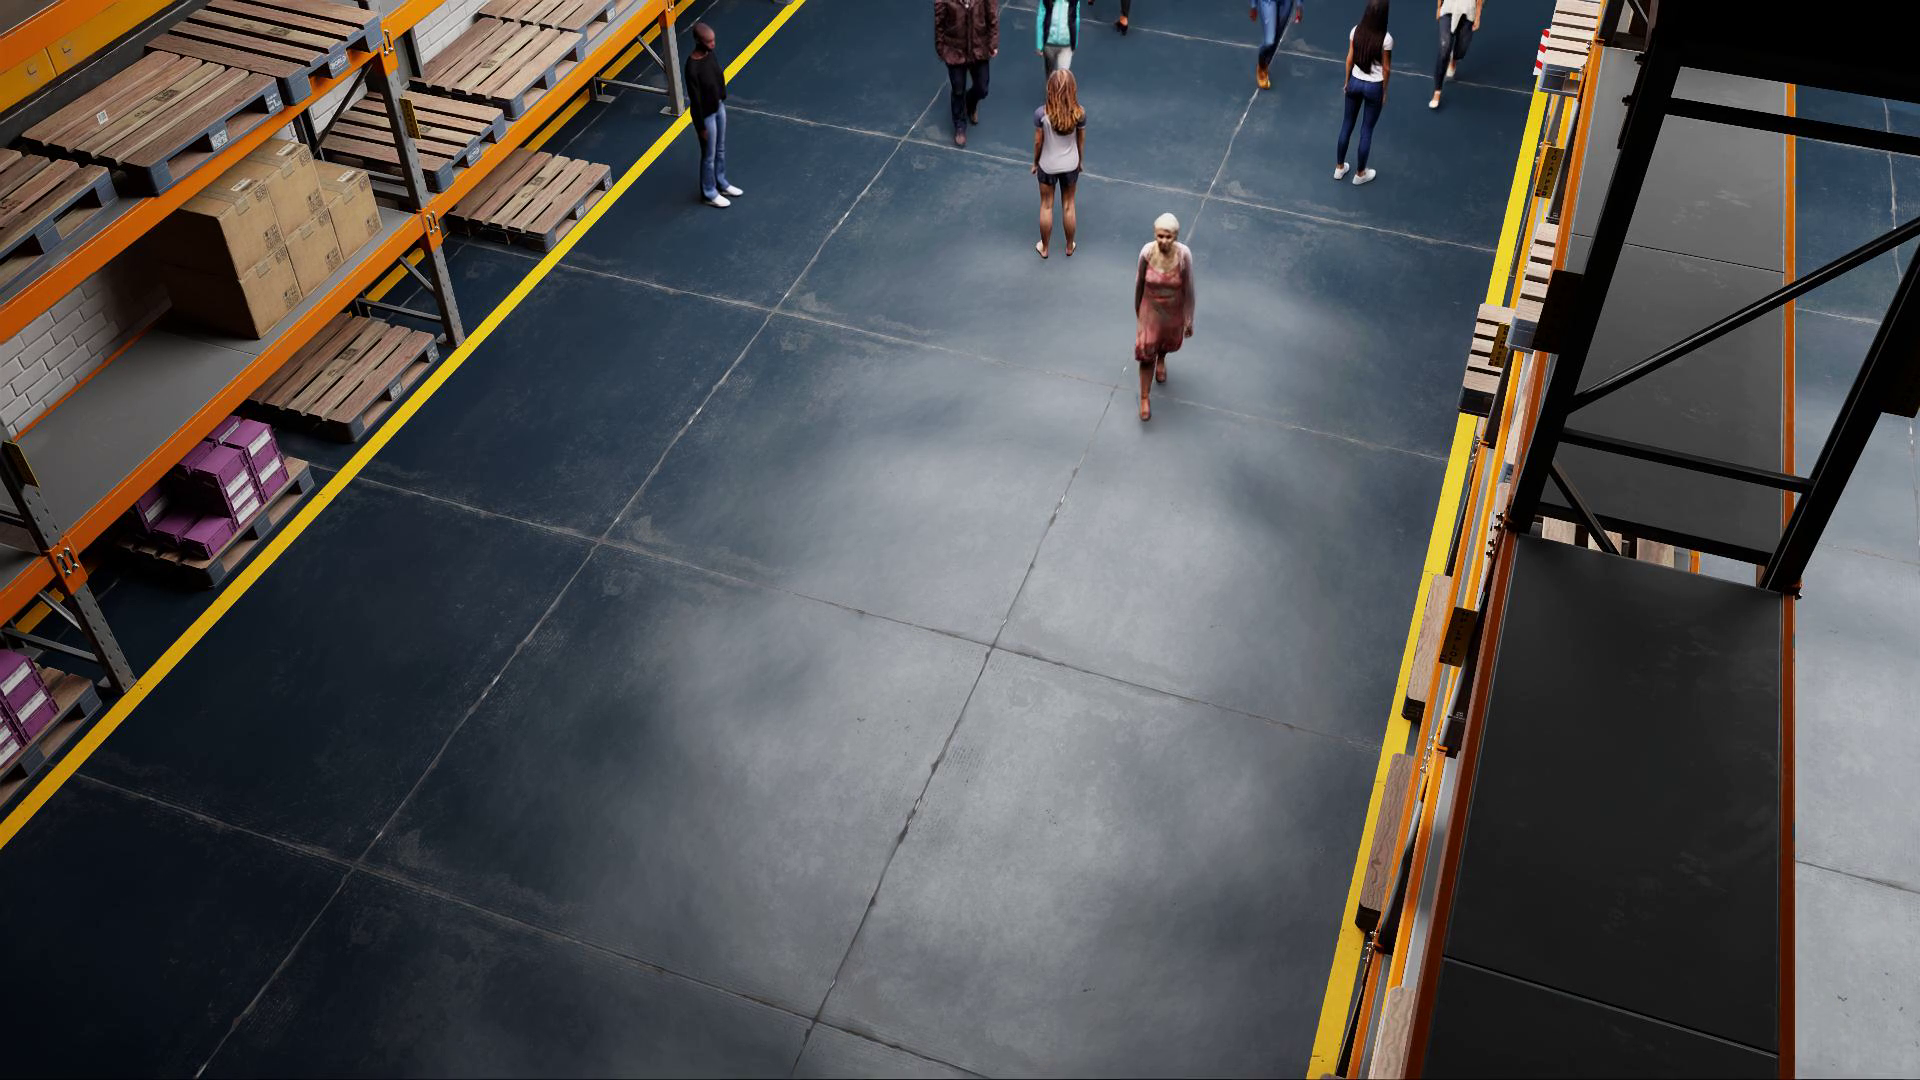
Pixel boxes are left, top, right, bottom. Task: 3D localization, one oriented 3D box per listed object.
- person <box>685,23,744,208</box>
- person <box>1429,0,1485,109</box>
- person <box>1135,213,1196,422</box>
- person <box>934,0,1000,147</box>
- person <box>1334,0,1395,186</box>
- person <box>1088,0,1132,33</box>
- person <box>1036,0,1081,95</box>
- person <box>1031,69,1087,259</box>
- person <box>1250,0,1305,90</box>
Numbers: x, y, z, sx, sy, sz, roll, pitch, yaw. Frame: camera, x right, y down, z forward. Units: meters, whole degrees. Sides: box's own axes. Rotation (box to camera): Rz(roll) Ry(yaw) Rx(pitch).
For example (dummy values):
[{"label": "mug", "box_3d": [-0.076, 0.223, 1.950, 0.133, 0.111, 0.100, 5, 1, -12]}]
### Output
[{"label": "person", "box_3d": [-2.236, -3.764, 14.697, 0.650, 1.744, 0.473, 13, 45, 14]}, {"label": "person", "box_3d": [4.847, -5.119, 16.100, 0.600, 1.769, 0.975, 14, 45, 14]}, {"label": "person", "box_3d": [1.558, -1.800, 12.707, 0.804, 1.645, 1.135, 3, 44, 3]}, {"label": "person", "box_3d": [0.053, -4.631, 15.540, 0.920, 1.835, 0.954, -4, 44, -5]}, {"label": "person", "box_3d": [3.642, -4.041, 14.966, 0.656, 1.774, 0.632, 31, 52, 28]}, {"label": "person", "box_3d": [1.639, -6.068, 17.181, 1.085, 1.654, 1.151, -18, 46, -18]}, {"label": "person", "box_3d": [0.928, -4.828, 16.018, 0.792, 1.462, 1.068, 0, 44, 0]}, {"label": "person", "box_3d": [0.835, -3.173, 14.085, 0.680, 1.733, 0.684, -4, 44, -4]}, {"label": "person", "box_3d": [3.059, -5.274, 16.315, 0.768, 1.698, 0.815, -10, 45, -10]}]
